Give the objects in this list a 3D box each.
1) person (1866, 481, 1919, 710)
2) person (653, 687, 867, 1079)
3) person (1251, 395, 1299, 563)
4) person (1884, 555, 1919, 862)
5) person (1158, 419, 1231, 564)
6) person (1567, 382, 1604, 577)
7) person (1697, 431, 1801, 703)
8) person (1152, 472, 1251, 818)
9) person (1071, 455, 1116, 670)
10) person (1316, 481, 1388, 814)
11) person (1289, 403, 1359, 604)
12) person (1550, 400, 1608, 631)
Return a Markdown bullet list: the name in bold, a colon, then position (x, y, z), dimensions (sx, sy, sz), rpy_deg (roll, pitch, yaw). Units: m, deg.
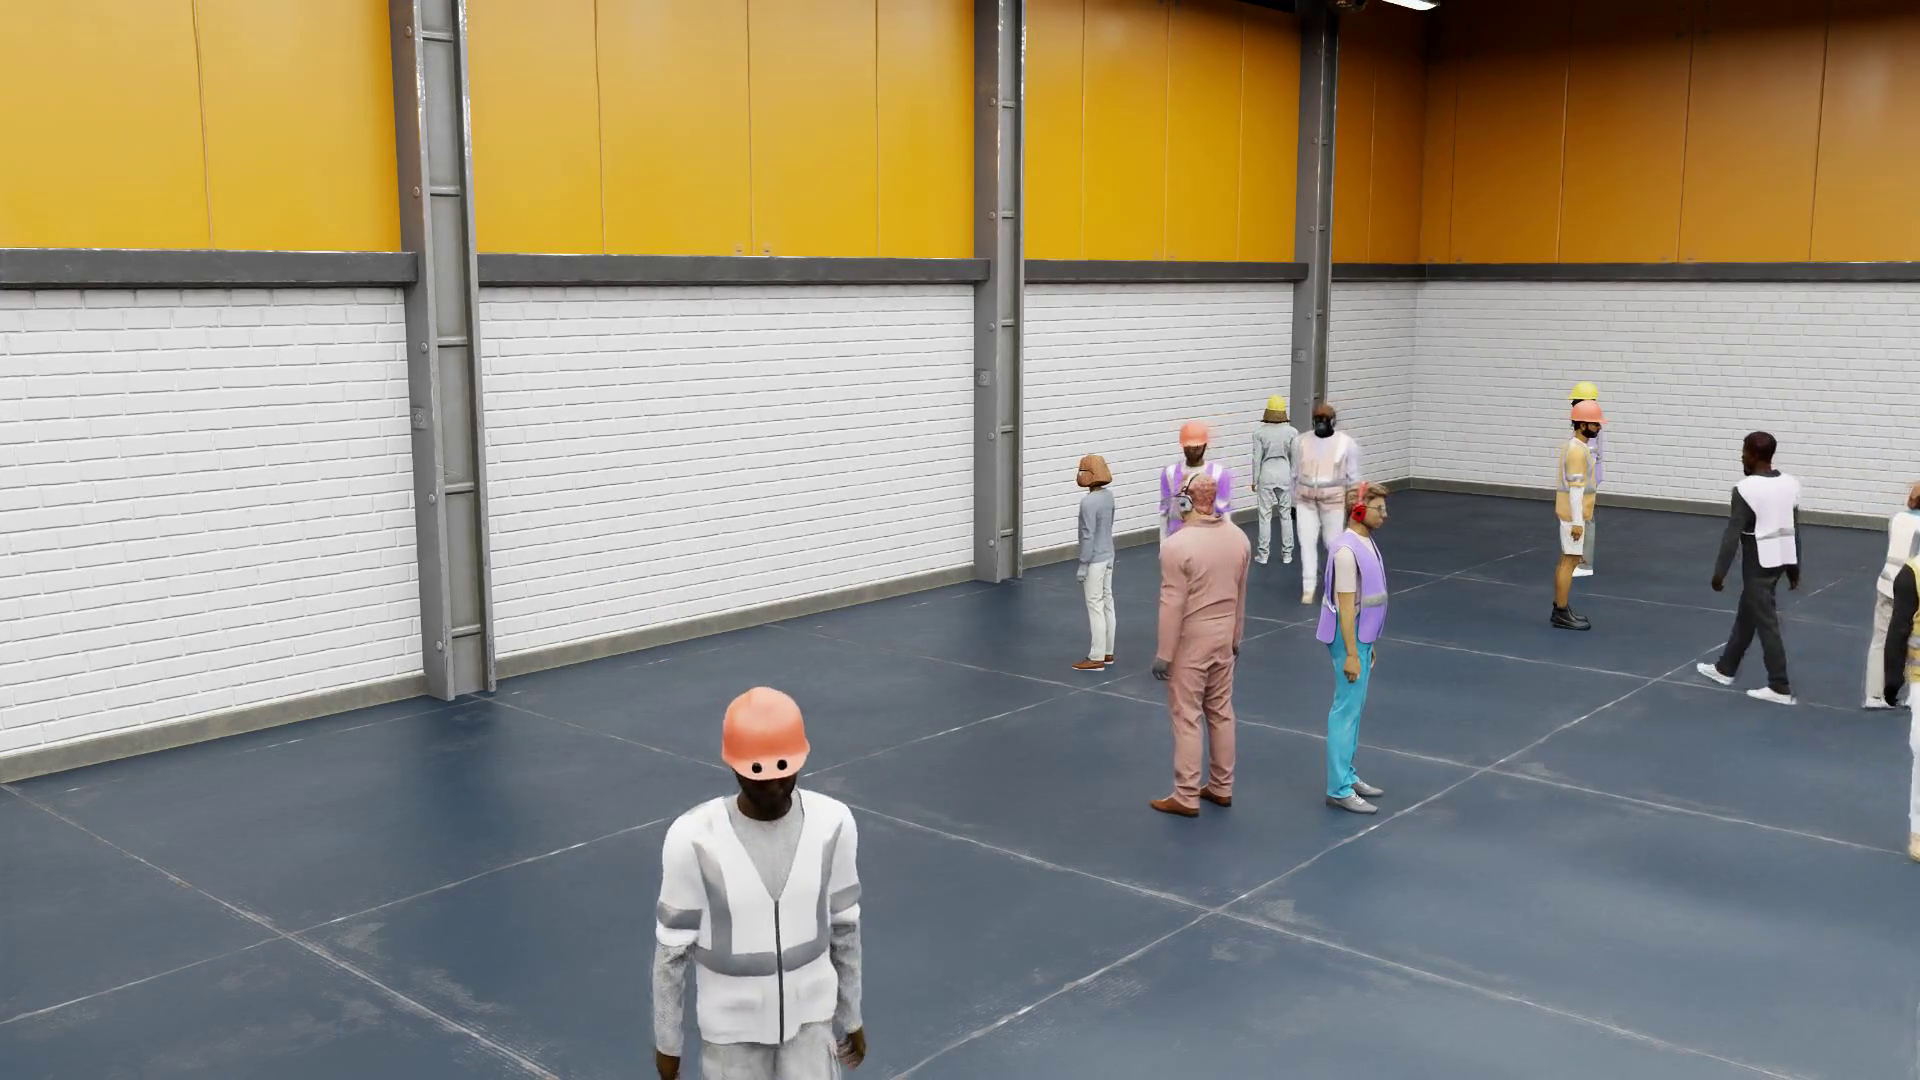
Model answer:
- **person**: position (6.464, 0.379, 11.256), dimensions (0.570, 1.613, 0.544), rpy_deg (-1, 9, -9)
- **person**: position (-0.569, 1.293, 4.660), dimensions (0.595, 1.909, 0.686), rpy_deg (-4, 10, -22)
- **person**: position (3.252, -0.624, 17.204), dimensions (0.484, 1.745, 0.297), rpy_deg (0, 9, 1)
- **person**: position (5.061, 0.739, 8.393), dimensions (0.649, 1.820, 0.615), rpy_deg (2, 9, 12)
- **person**: position (1.809, 0.002, 12.780), dimensions (0.550, 1.908, 0.834), rpy_deg (3, 10, 18)
- **person**: position (6.155, -0.596, 16.451), dimensions (0.370, 1.929, 0.585), rpy_deg (3, 10, 18)
- **person**: position (5.584, 0.168, 11.803), dimensions (0.617, 1.875, 0.926), rpy_deg (-5, 10, -30)
- **person**: position (1.303, 0.571, 9.202), dimensions (0.651, 1.904, 0.403), rpy_deg (-7, 12, -39)
- **person**: position (1.015, 0.170, 12.564), dimensions (0.284, 1.634, 0.498), rpy_deg (5, 10, 27)
- **person**: position (2.200, 0.582, 9.311), dimensions (0.389, 1.846, 0.567), rpy_deg (3, 10, 20)
- **person**: position (3.336, -0.351, 15.261), dimensions (0.631, 1.821, 0.733), rpy_deg (4, 10, 24)
- **person**: position (5.223, -0.215, 14.032), dimensions (0.374, 1.935, 0.552), rpy_deg (3, 9, 17)
